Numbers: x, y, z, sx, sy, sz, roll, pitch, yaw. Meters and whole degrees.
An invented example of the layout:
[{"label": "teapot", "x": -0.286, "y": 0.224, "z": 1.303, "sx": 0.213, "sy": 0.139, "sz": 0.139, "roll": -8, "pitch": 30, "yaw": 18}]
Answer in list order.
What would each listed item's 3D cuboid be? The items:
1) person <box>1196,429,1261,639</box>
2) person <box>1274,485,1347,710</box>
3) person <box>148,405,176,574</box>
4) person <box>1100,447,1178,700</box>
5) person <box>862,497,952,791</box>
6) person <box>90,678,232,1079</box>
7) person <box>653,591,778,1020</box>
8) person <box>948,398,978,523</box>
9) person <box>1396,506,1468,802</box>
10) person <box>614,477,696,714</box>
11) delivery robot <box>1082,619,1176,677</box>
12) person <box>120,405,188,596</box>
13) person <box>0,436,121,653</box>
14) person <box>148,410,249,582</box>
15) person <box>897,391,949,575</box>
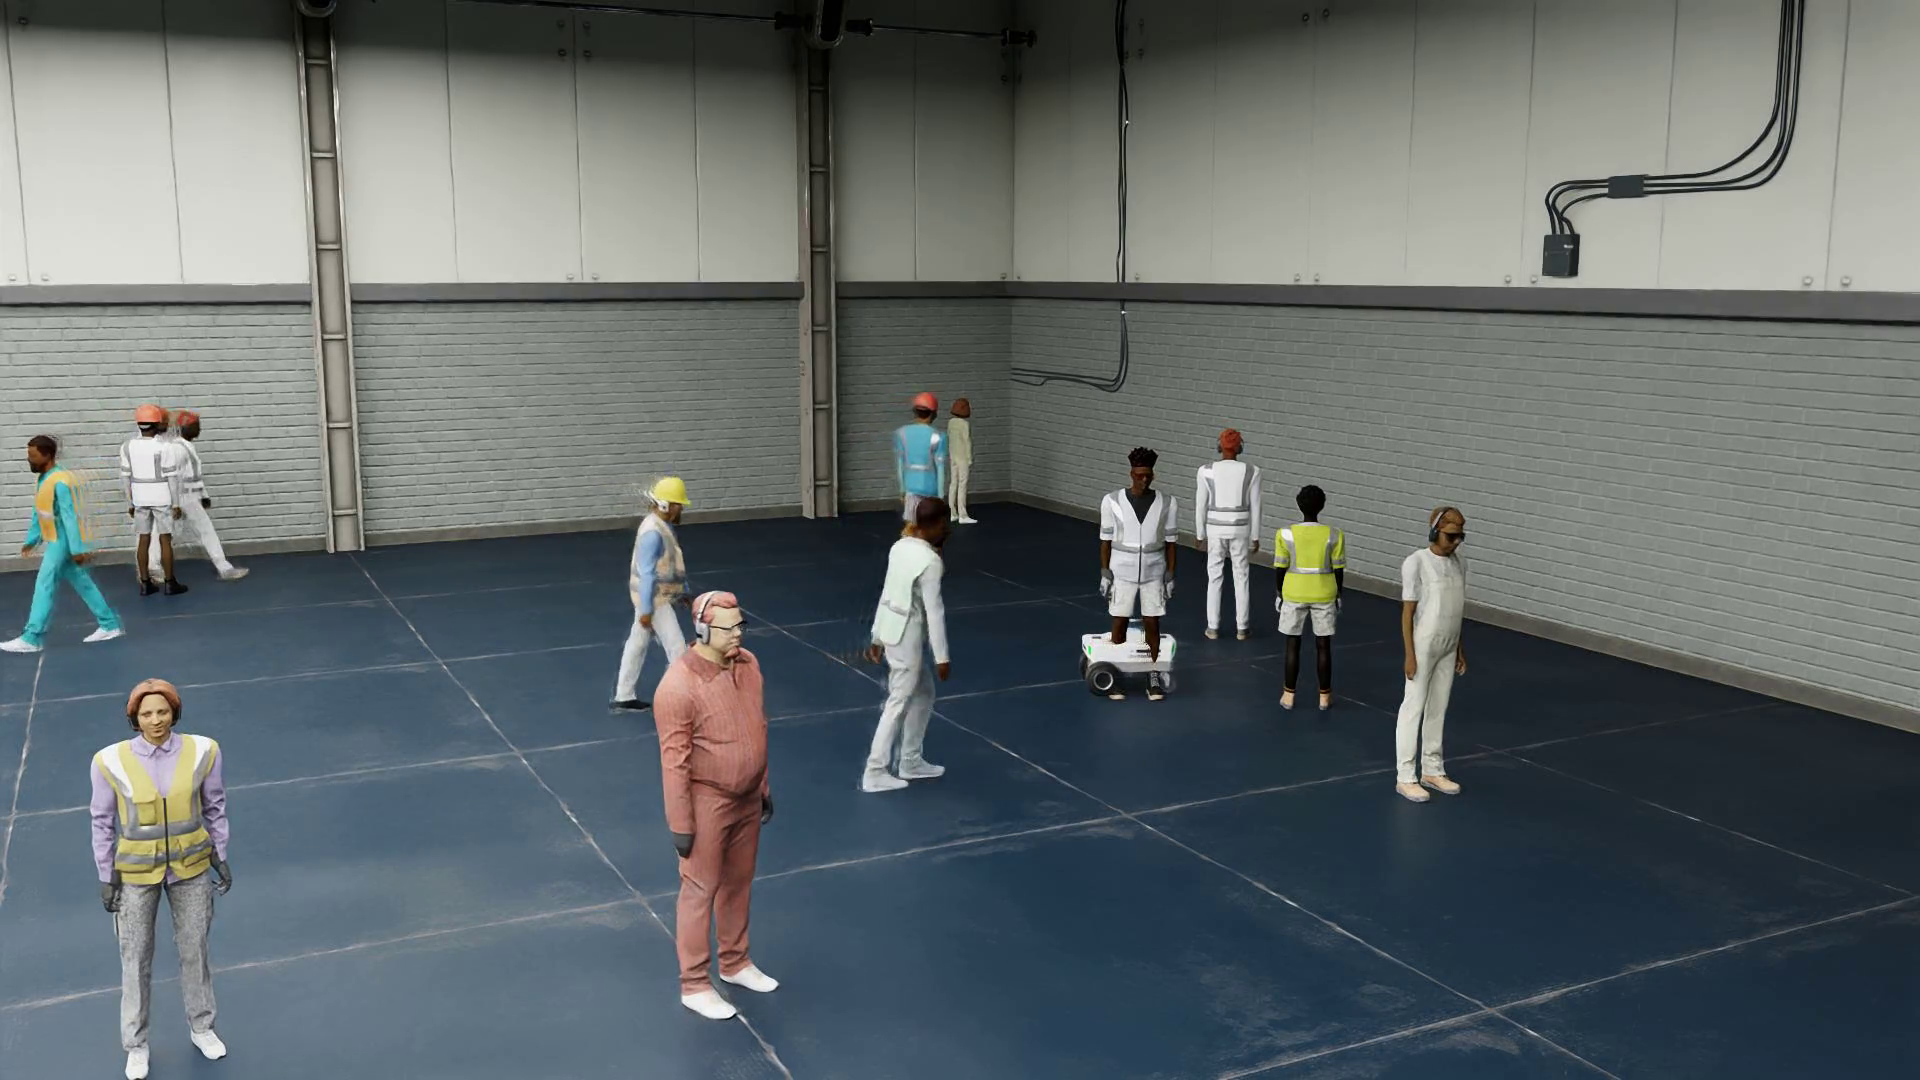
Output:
[{"label": "person", "x": 2.385, "y": -0.047, "z": 14.809, "sx": 0.575, "sy": 1.881, "sz": 0.356, "roll": 2, "pitch": 9, "yaw": 10}, {"label": "person", "x": 2.606, "y": 0.431, "z": 12.422, "sx": 0.535, "sy": 1.700, "sz": 0.318, "roll": 1, "pitch": 9, "yaw": 7}, {"label": "person", "x": -8.665, "y": -0.536, "z": 17.914, "sx": 0.381, "sy": 1.850, "sz": 0.717, "roll": -6, "pitch": 11, "yaw": -31}, {"label": "person", "x": 1.368, "y": 0.255, "z": 12.719, "sx": 0.603, "sy": 1.958, "sz": 0.375, "roll": 0, "pitch": 9, "yaw": 0}, {"label": "person", "x": -0.309, "y": 0.660, "z": 10.470, "sx": 0.720, "sy": 1.872, "sz": 0.609, "roll": -3, "pitch": 10, "yaw": -19}, {"label": "person", "x": -3.268, "y": 1.367, "z": 6.830, "sx": 0.513, "sy": 1.642, "sz": 0.313, "roll": -7, "pitch": 11, "yaw": -35}, {"label": "person", "x": -1.051, "y": 1.156, "z": 7.361, "sx": 0.403, "sy": 1.900, "sz": 0.645, "roll": 5, "pitch": 11, "yaw": 29}, {"label": "person", "x": 0.017, "y": -1.032, "z": 21.636, "sx": 0.285, "sy": 1.633, "sz": 0.497, "roll": -6, "pitch": 11, "yaw": -31}, {"label": "person", "x": 2.953, "y": 0.696, "z": 10.359, "sx": 0.506, "sy": 1.840, "sz": 0.346, "roll": -5, "pitch": 11, "yaw": -30}, {"label": "person", "x": -2.136, "y": 0.423, "z": 12.222, "sx": 0.928, "sy": 1.768, "sz": 0.620, "roll": -1, "pitch": 9, "yaw": -8}, {"label": "delivery robot", "x": 1.322, "y": 0.861, "z": 13.000, "sx": 0.707, "sy": 0.478, "sz": 0.477, "roll": -1, "pitch": 9, "yaw": -3}, {"label": "person", "x": -8.136, "y": -0.397, "z": 16.797, "sx": 0.551, "sy": 1.934, "sz": 0.362, "roll": 0, "pitch": 9, "yaw": 2}, {"label": "person", "x": -7.862, "y": 0.019, "z": 14.460, "sx": 0.993, "sy": 1.867, "sz": 0.598, "roll": -7, "pitch": 12, "yaw": -37}, {"label": "person", "x": -8.139, "y": -0.453, "z": 17.489, "sx": 1.031, "sy": 1.832, "sz": 0.600, "roll": -4, "pitch": 10, "yaw": -22}, {"label": "person", "x": -0.413, "y": -0.553, "z": 17.514, "sx": 0.613, "sy": 2.024, "sz": 0.855, "roll": 4, "pitch": 10, "yaw": 22}]
